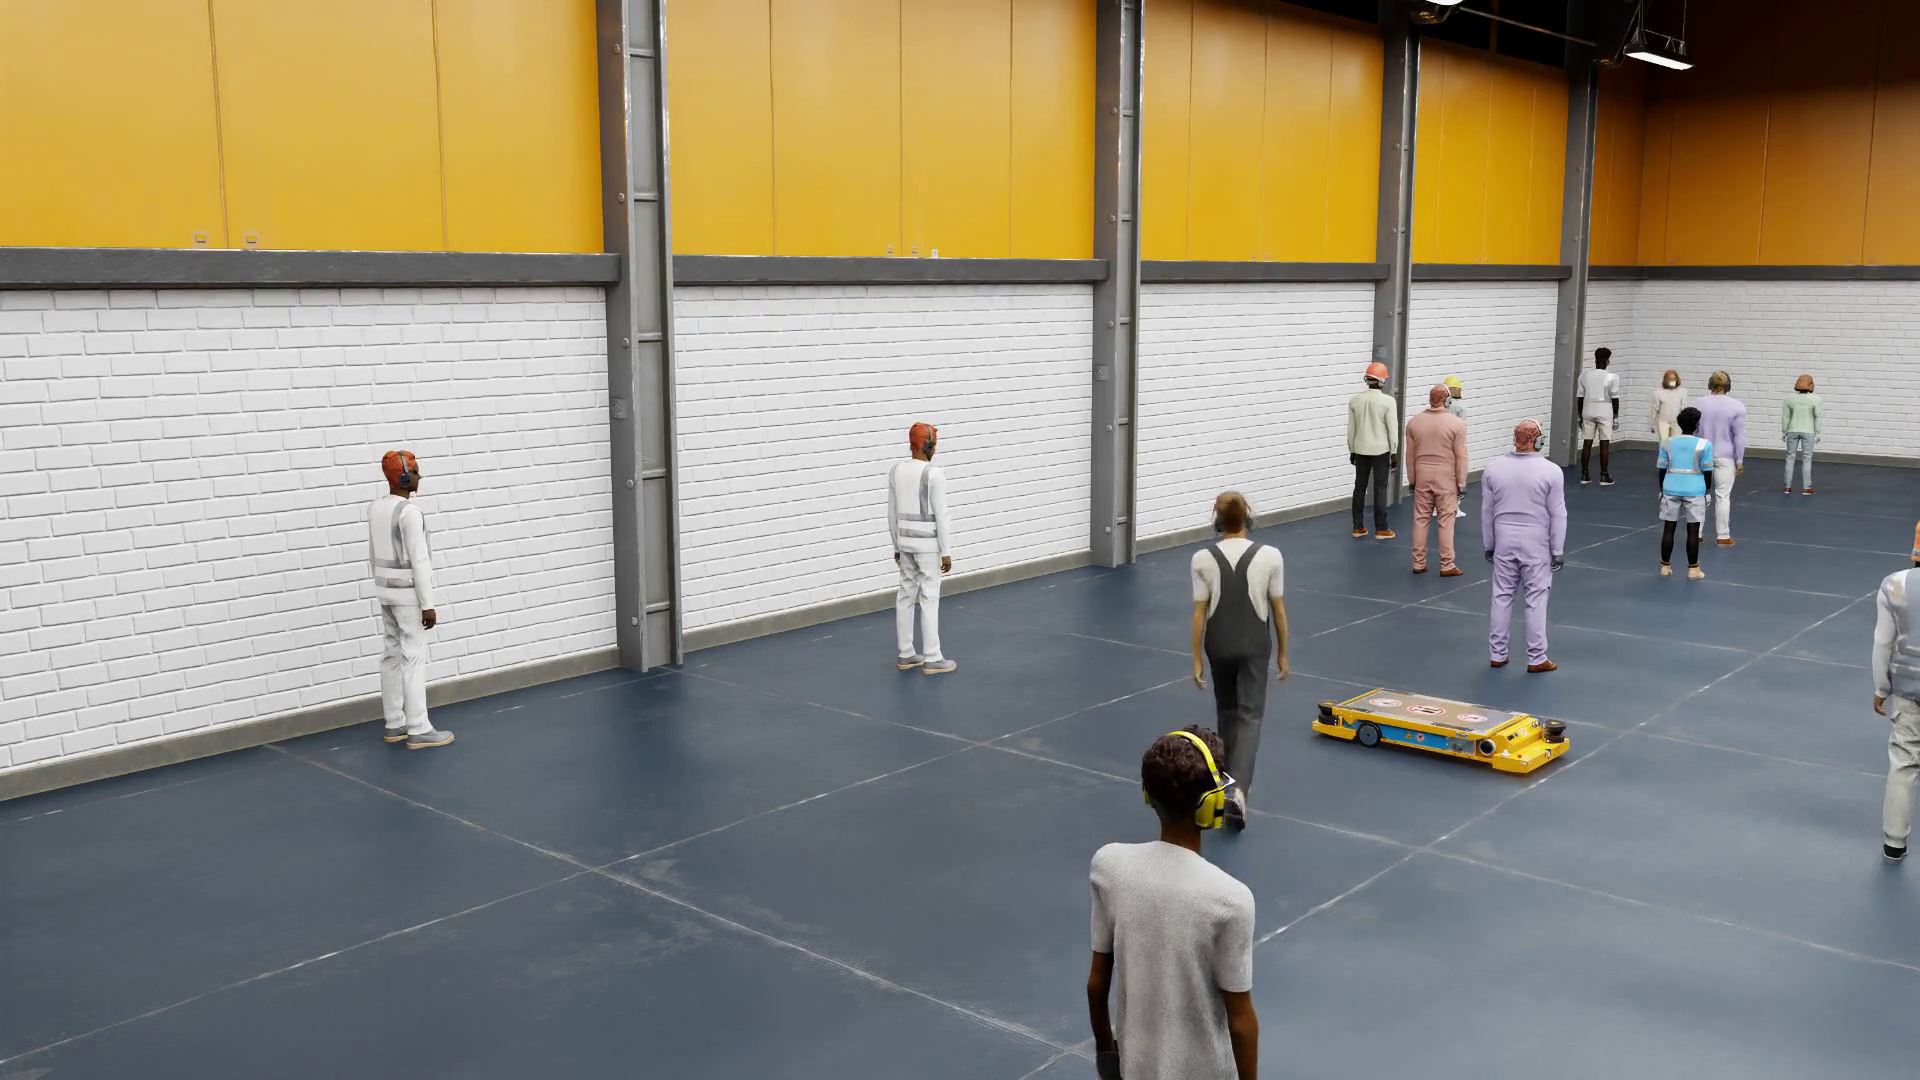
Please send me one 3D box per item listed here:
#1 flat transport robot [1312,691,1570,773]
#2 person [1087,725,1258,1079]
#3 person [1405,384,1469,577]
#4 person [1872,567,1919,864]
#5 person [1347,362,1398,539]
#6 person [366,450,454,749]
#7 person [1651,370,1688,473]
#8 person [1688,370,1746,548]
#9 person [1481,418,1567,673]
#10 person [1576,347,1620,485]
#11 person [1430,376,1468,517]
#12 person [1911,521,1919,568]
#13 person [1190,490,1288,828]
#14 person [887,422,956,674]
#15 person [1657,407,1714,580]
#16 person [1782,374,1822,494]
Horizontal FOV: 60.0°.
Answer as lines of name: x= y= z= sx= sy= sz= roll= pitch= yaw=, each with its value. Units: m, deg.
flat transport robot: x=3.022 y=1.178 z=10.503 sx=1.431 sy=0.197 sz=0.652 roll=8 pitch=12 yaw=40
person: x=0.552 y=1.382 z=4.210 sx=0.520 sy=1.873 sz=0.328 roll=8 pitch=12 yaw=41
person: x=4.739 y=-0.592 z=16.490 sx=0.639 sy=1.910 sz=0.407 roll=8 pitch=12 yaw=41
person: x=4.888 y=0.753 z=8.314 sx=0.589 sy=1.822 sz=0.403 roll=8 pitch=12 yaw=41
person: x=4.683 y=-1.011 z=18.846 sx=0.611 sy=1.996 sz=0.379 roll=8 pitch=12 yaw=41
person: x=-3.500 y=0.373 z=10.509 sx=0.574 sy=1.883 sz=0.355 roll=8 pitch=12 yaw=41
person: x=10.389 y=-1.710 z=24.434 sx=0.501 sy=1.609 sz=0.644 roll=0 pitch=9 yaw=1
person: x=8.280 y=-0.888 z=18.250 sx=0.627 sy=1.940 sz=0.371 roll=8 pitch=12 yaw=41
person: x=4.251 y=0.041 z=12.520 sx=0.639 sy=1.910 sz=0.407 roll=8 pitch=12 yaw=41
person: x=9.089 y=-1.762 z=23.677 sx=0.603 sy=1.959 sz=0.379 roll=8 pitch=12 yaw=41
person: x=6.039 y=-1.151 z=20.544 sx=0.484 sy=1.735 sz=0.309 roll=8 pitch=12 yaw=41
person: x=6.565 y=0.391 z=10.977 sx=0.532 sy=1.697 sz=0.320 roll=8 pitch=12 yaw=41
person: x=1.510 y=0.641 z=9.100 sx=0.547 sy=1.808 sz=0.891 roll=3 pitch=9 yaw=16
person: x=-0.290 y=0.061 z=12.472 sx=0.574 sy=1.883 sz=0.355 roll=8 pitch=12 yaw=41
person: x=7.096 y=-0.455 z=16.290 sx=0.532 sy=1.697 sz=0.320 roll=8 pitch=12 yaw=41
person: x=11.456 y=-1.437 z=22.651 sx=0.499 sy=1.634 sz=0.279 roll=8 pitch=12 yaw=41
